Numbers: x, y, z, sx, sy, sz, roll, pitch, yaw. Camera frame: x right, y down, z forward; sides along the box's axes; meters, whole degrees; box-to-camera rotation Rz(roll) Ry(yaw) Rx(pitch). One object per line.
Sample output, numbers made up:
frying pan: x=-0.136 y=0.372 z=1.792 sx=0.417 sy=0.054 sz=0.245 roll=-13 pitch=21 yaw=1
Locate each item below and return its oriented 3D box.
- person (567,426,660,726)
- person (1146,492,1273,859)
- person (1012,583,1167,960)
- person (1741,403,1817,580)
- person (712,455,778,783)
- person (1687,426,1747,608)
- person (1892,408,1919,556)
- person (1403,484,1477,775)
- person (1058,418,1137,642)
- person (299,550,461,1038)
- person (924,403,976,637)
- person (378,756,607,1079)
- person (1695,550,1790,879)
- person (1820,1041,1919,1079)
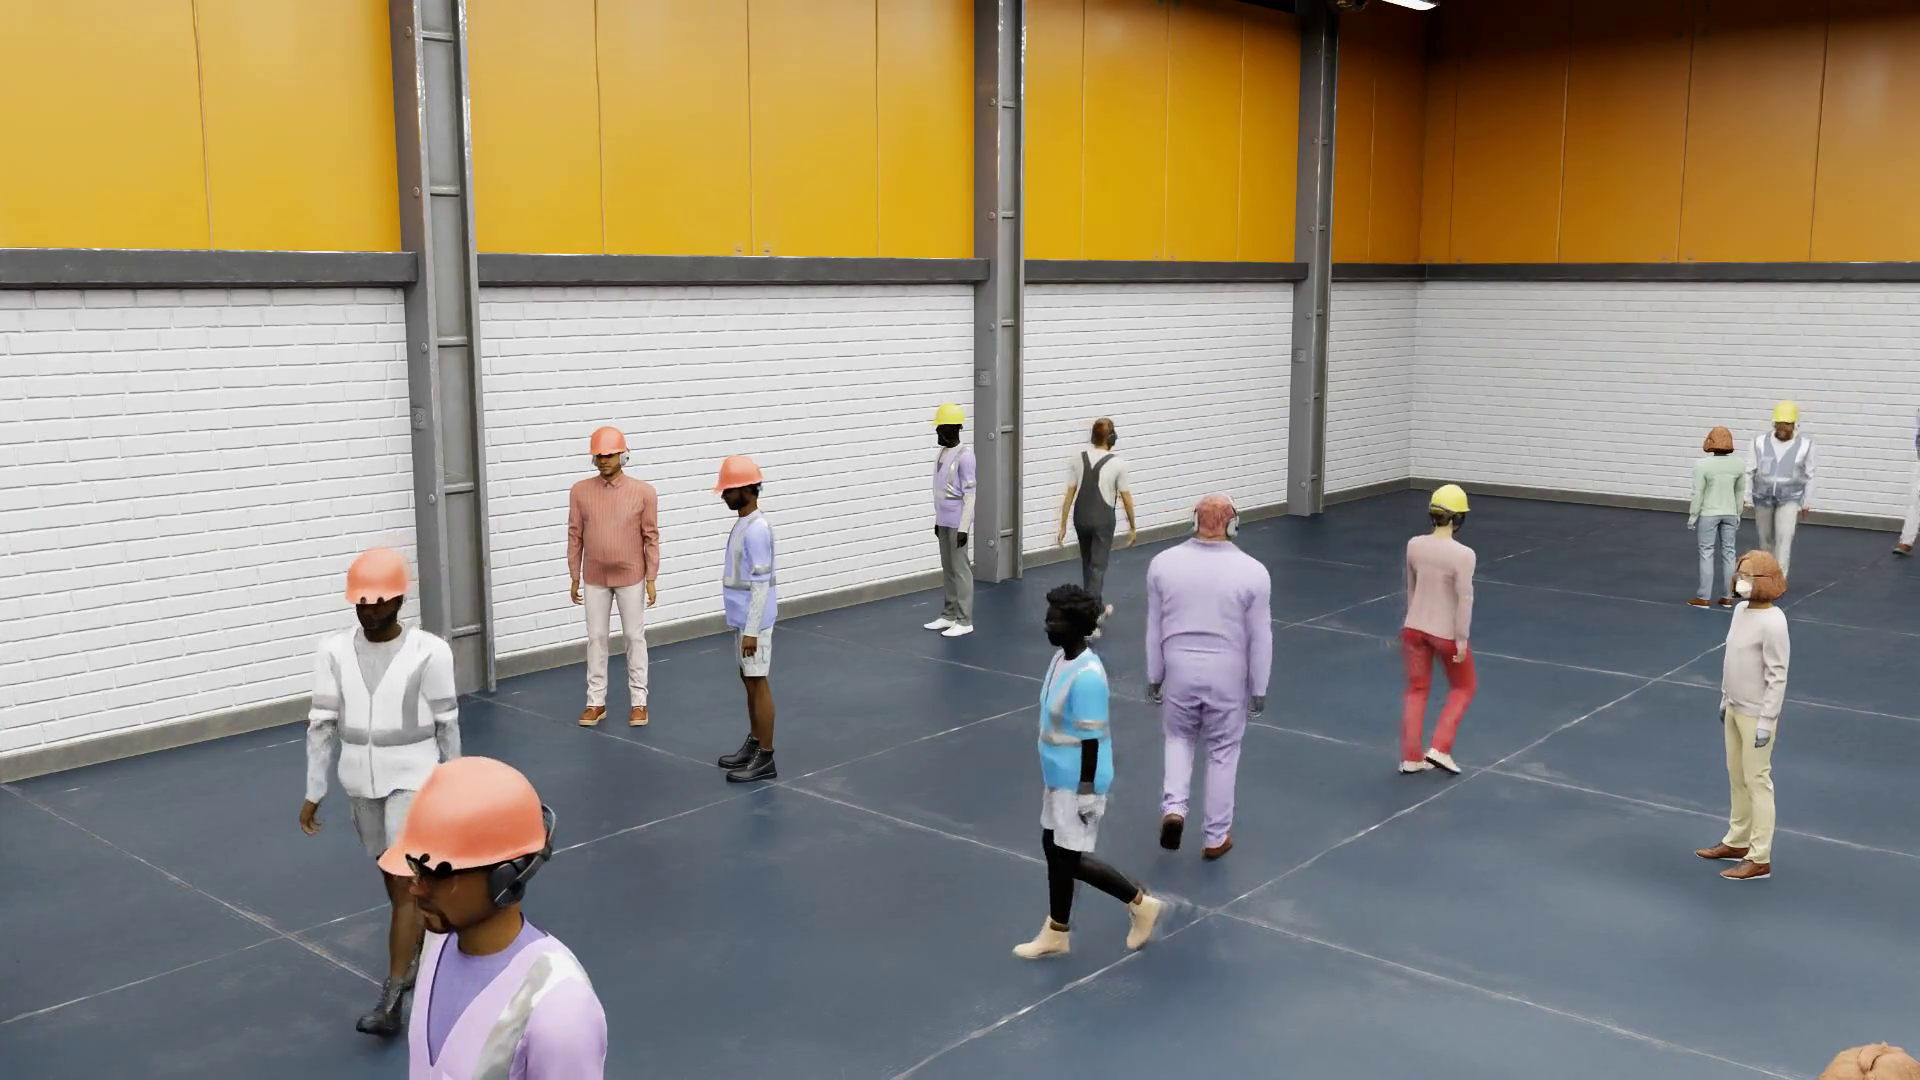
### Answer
person: x=-2.290 y=0.241 z=10.990 sx=0.612 sy=1.995 sz=0.382 roll=0 pitch=9 yaw=1
person: x=1.258 y=0.699 z=8.439 sx=0.656 sy=1.889 sz=0.470 roll=4 pitch=10 yaw=22
person: x=0.547 y=1.011 z=7.135 sx=0.572 sy=1.680 sz=0.539 roll=-1 pitch=9 yaw=-9
person: x=7.590 y=-0.374 z=15.498 sx=0.608 sy=1.785 sz=0.932 roll=6 pitch=11 yaw=34
person: x=-1.262 y=0.458 z=9.815 sx=0.361 sy=1.935 sz=0.544 roll=-2 pitch=9 yaw=-15
person: x=6.765 y=-0.201 z=14.893 sx=0.501 sy=1.633 sz=0.285 roll=-1 pitch=9 yaw=-5
person: x=10.185 y=-0.731 z=17.411 sx=0.865 sy=1.889 sz=0.653 roll=-3 pitch=9 yaw=-17
person: x=2.835 y=0.545 z=9.862 sx=0.410 sy=1.753 sz=0.531 roll=-7 pitch=11 yaw=-36
person: x=1.167 y=-0.105 z=13.773 sx=0.571 sy=1.798 sz=0.920 roll=5 pitch=10 yaw=29
person: x=-2.321 y=0.988 z=6.619 sx=0.555 sy=1.890 sz=0.974 roll=1 pitch=9 yaw=5
person: x=-0.069 y=-0.168 z=13.766 sx=0.367 sy=1.927 sz=0.584 roll=-4 pitch=10 yaw=-24
person: x=-0.946 y=1.429 z=3.373 sx=0.369 sy=2.046 sz=0.606 roll=-9 pitch=12 yaw=-43
person: x=3.904 y=0.857 z=8.242 sx=0.272 sy=1.635 sz=0.507 roll=0 pitch=9 yaw=3
person: x=1.611 y=1.689 z=3.026 sx=0.279 sy=1.634 sz=0.497 roll=-7 pitch=12 yaw=-39
